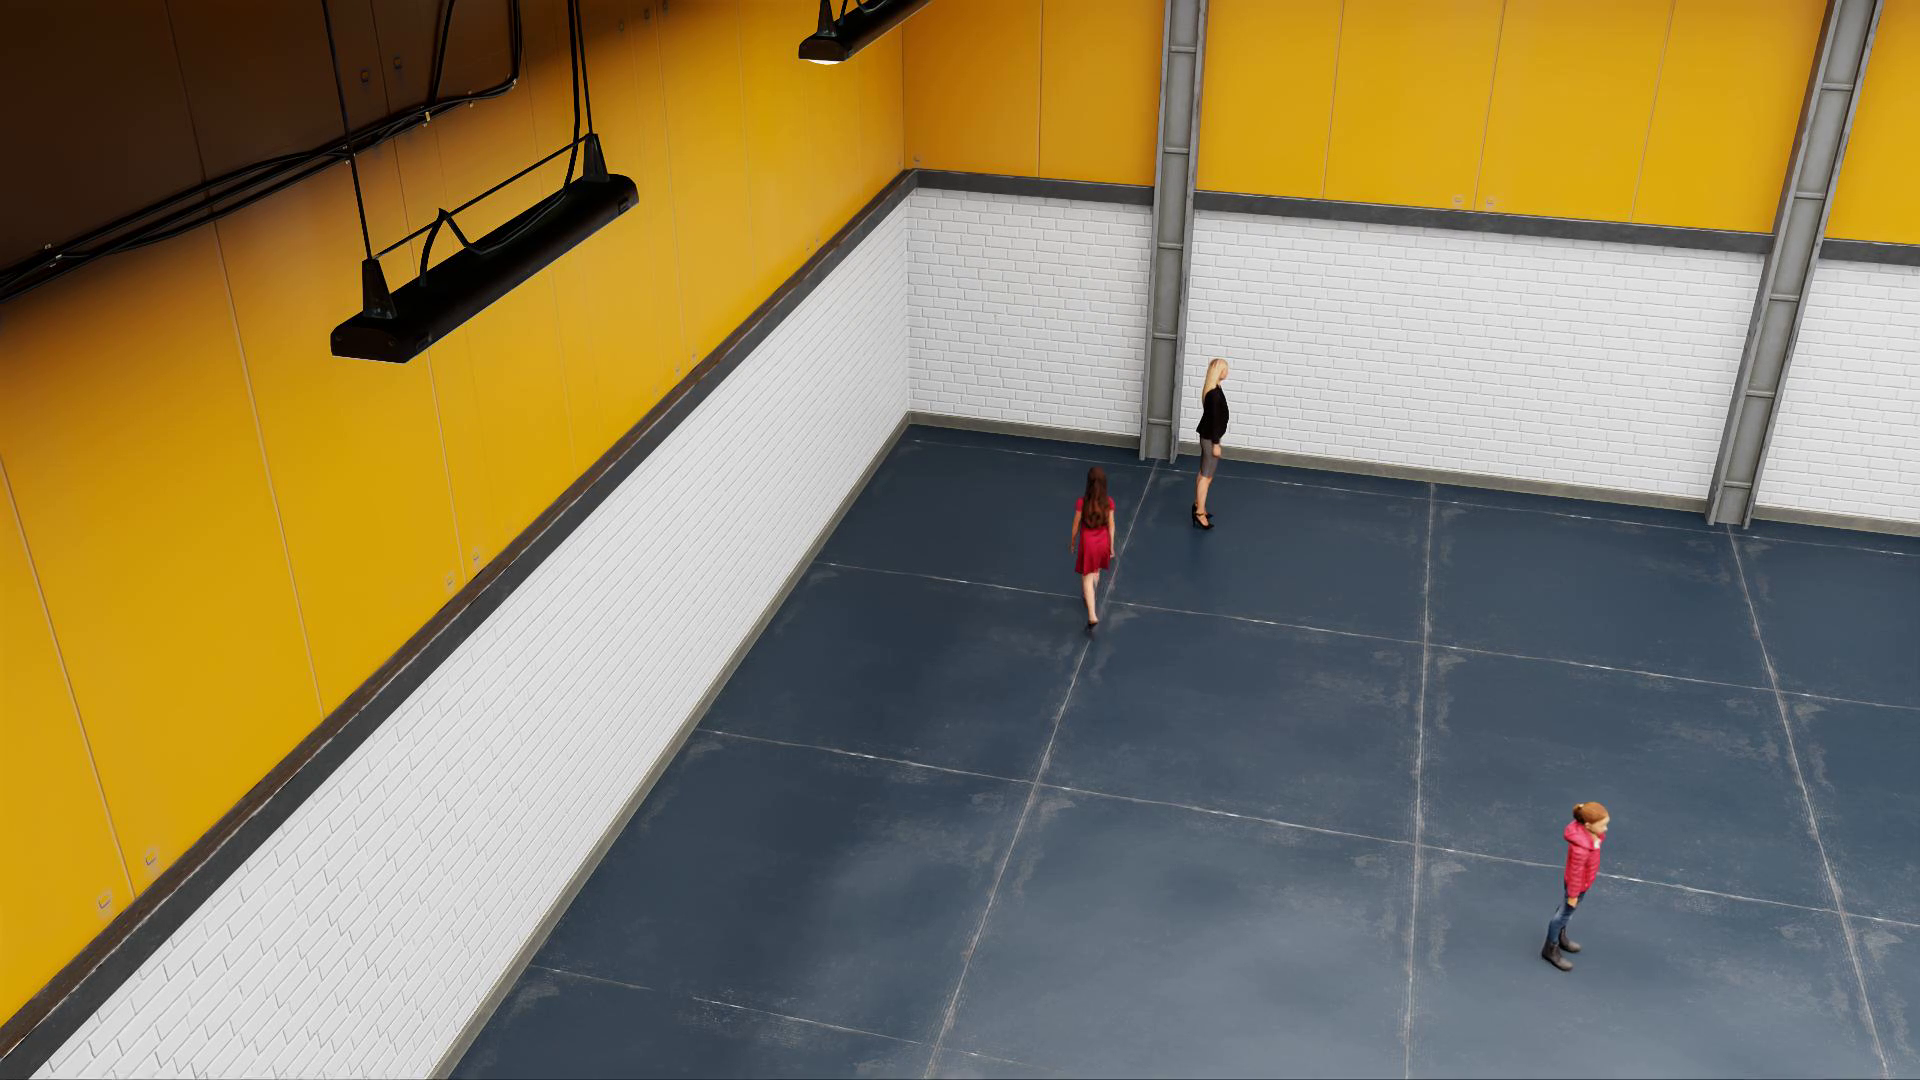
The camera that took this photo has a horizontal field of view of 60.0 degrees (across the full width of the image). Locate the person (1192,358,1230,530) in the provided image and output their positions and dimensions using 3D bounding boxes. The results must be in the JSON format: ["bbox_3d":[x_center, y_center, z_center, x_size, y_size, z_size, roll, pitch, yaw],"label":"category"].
[{"bbox_3d":[2.544,-0.992,16.960,0.610,1.840,0.646,1,29,2],"label":"person"}]

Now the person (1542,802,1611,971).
[{"bbox_3d":[4.220,2.336,11.409,0.564,1.315,0.571,17,33,29],"label":"person"}]

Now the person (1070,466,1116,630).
[{"bbox_3d":[1.236,0.080,15.318,1.026,1.532,0.886,-5,29,-8],"label":"person"}]
